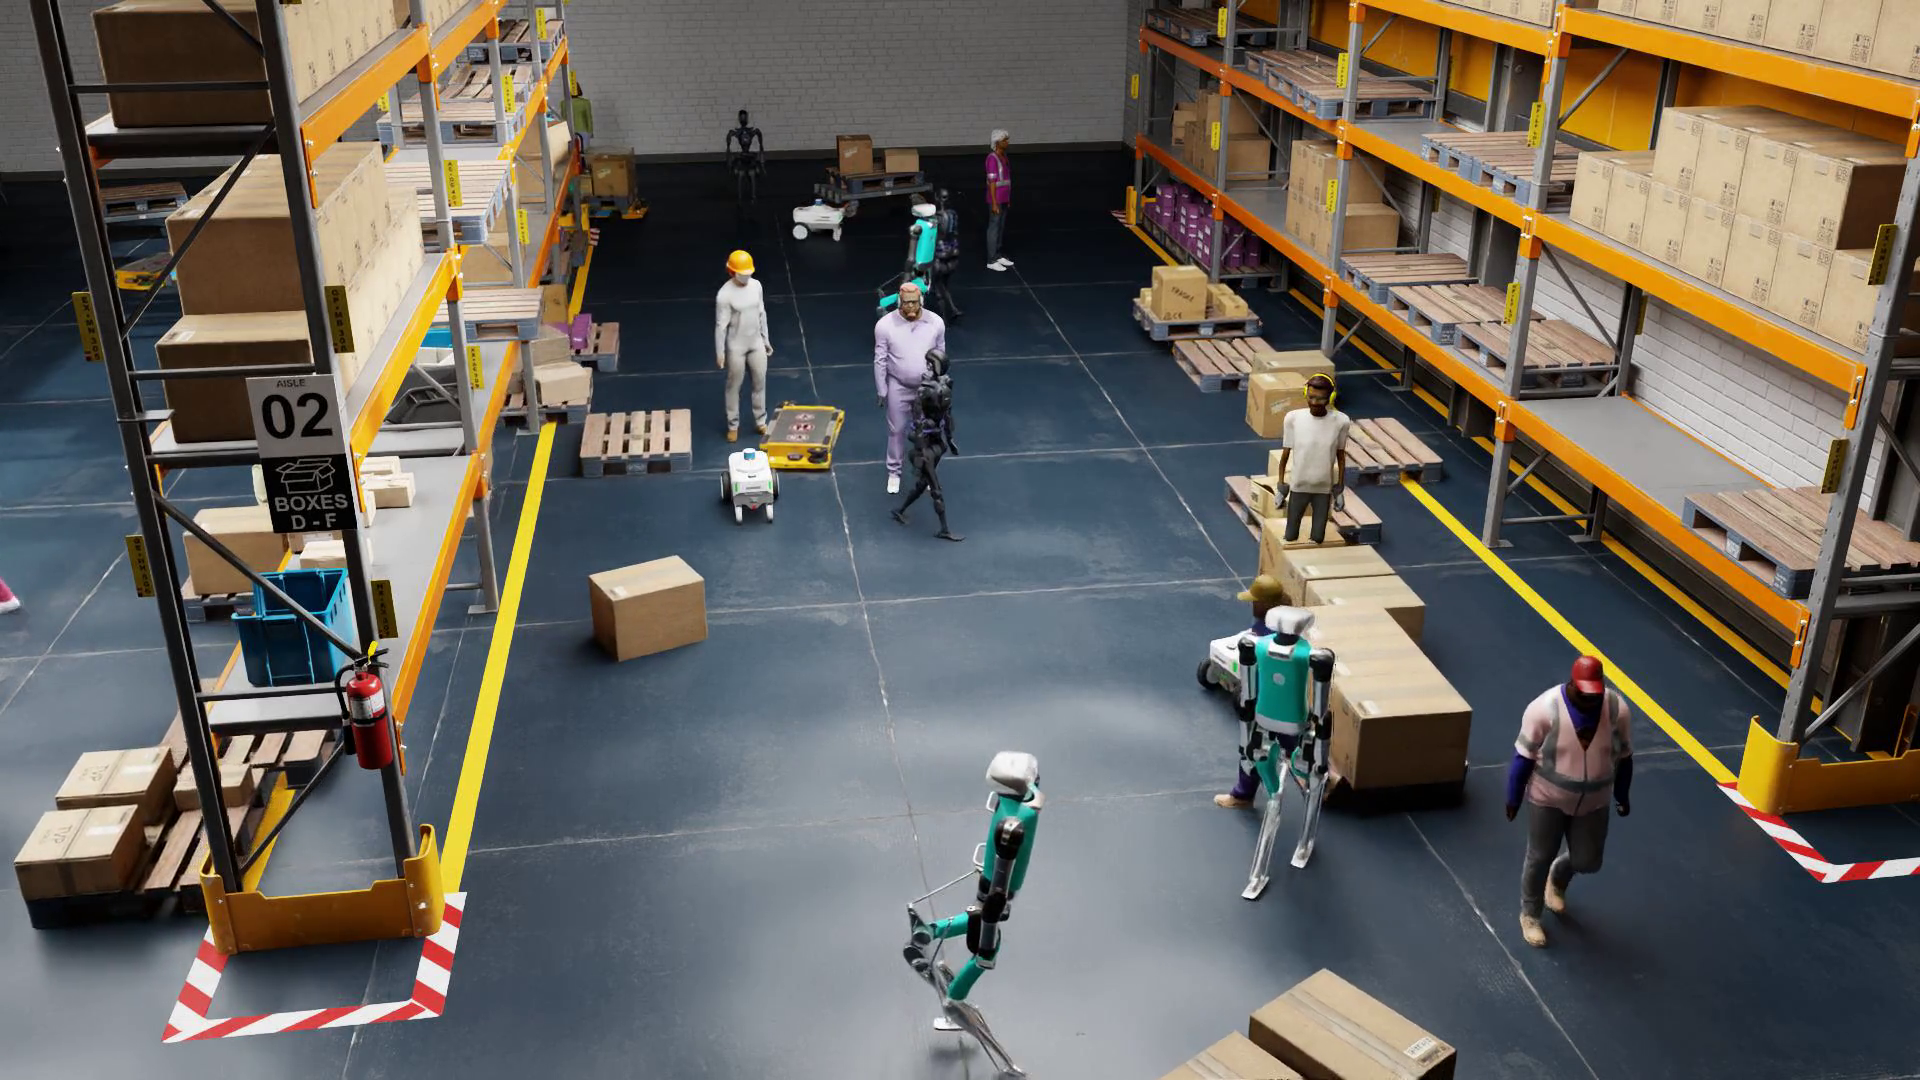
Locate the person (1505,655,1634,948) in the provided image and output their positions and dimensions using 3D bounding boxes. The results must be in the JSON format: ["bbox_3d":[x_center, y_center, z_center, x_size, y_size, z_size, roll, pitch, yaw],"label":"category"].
[{"bbox_3d":[3.211,1.357,8.762,0.653,1.735,0.462,1,24,2],"label":"person"}]

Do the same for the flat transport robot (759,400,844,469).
[{"bbox_3d":[-1.513,-1.009,15.977,0.659,0.231,1.431,1,24,2],"label":"flat transport robot"}]

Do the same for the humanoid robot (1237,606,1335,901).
[{"bbox_3d":[1.878,1.115,9.343,0.554,1.783,0.889,14,27,28],"label":"humanoid robot"}]

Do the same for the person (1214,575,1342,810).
[{"bbox_3d":[1.937,0.927,9.907,0.683,1.590,0.479,5,24,12],"label":"person"}]

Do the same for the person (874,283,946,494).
[{"bbox_3d":[-0.426,-1.340,14.696,0.654,1.906,0.411,-5,24,-11],"label":"person"}]

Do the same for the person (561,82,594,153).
[{"bbox_3d":[-6.228,-6.649,27.141,0.497,1.628,0.283,-2,24,-4],"label":"person"}]

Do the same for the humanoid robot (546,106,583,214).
[{"bbox_3d":[-5.694,-5.339,24.101,0.697,1.854,0.536,2,24,5],"label":"humanoid robot"}]

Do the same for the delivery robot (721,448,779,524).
[{"bbox_3d":[-1.821,-0.506,14.476,0.499,0.595,0.792,-4,24,-10],"label":"delivery robot"}]

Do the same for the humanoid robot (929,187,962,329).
[{"bbox_3d":[-0.212,-3.287,19.421,0.333,1.648,0.612,18,29,35],"label":"humanoid robot"}]

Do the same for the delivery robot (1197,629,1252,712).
[{"bbox_3d":[2.047,0.835,11.428,0.771,0.600,0.504,-12,26,-25],"label":"delivery robot"}]

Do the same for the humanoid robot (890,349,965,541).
[{"bbox_3d":[-0.271,-0.820,13.881,0.796,1.629,0.589,13,27,27],"label":"humanoid robot"}]

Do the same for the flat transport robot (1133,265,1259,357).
[{"bbox_3d":[2.657,-2.380,19.101,0.659,0.231,1.431,-3,24,-7],"label":"flat transport robot"}]

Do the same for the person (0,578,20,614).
[{"bbox_3d":[-7.499,-0.115,12.268,0.729,1.600,0.513,-8,25,-18],"label":"person"}]

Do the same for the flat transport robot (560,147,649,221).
[{"bbox_3d":[-5.454,-4.986,25.037,1.431,0.231,0.659,-1,24,-2],"label":"flat transport robot"}]

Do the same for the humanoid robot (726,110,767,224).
[{"bbox_3d":[-3.147,-5.477,24.407,0.609,1.648,0.311,-6,24,-13],"label":"humanoid robot"}]

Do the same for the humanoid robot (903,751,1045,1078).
[{"bbox_3d":[-0.005,1.774,7.831,0.828,1.798,0.560,5,24,10],"label":"humanoid robot"}]

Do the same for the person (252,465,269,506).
[{"bbox_3d":[-5.861,-0.985,14.073,0.323,1.751,0.561,7,25,16],"label":"person"}]

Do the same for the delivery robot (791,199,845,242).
[{"bbox_3d":[-2.030,-4.556,23.702,0.766,0.594,0.528,2,24,5],"label":"delivery robot"}]

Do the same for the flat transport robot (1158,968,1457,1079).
[{"bbox_3d":[1.369,2.868,7.144,0.659,0.231,1.431,-18,30,-36],"label":"flat transport robot"}]

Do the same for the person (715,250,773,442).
[{"bbox_3d":[-2.054,-1.858,15.926,0.598,1.875,0.427,-20,31,-38],"label":"person"}]

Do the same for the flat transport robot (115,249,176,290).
[{"bbox_3d":[-10.425,-3.528,21.715,0.659,0.231,1.431,5,24,11],"label":"flat transport robot"}]

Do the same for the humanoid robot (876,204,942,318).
[{"bbox_3d":[-0.593,-2.835,18.343,0.891,1.778,0.544,14,27,28],"label":"humanoid robot"}]

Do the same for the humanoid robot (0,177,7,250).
[{"bbox_3d":[-13.505,-4.802,22.894,0.602,1.648,0.602,-11,26,-23],"label":"humanoid robot"}]

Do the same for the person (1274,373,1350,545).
[{"bbox_3d":[2.644,-0.370,12.537,0.530,1.864,0.309,2,24,5],"label":"person"}]

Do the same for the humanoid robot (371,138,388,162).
[{"bbox_3d":[-7.747,-4.545,22.288,0.367,1.639,0.631,-21,31,-40],"label":"humanoid robot"}]

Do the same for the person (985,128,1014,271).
[{"bbox_3d":[0.522,-4.504,21.976,0.339,1.847,0.508,8,25,18],"label":"person"}]
